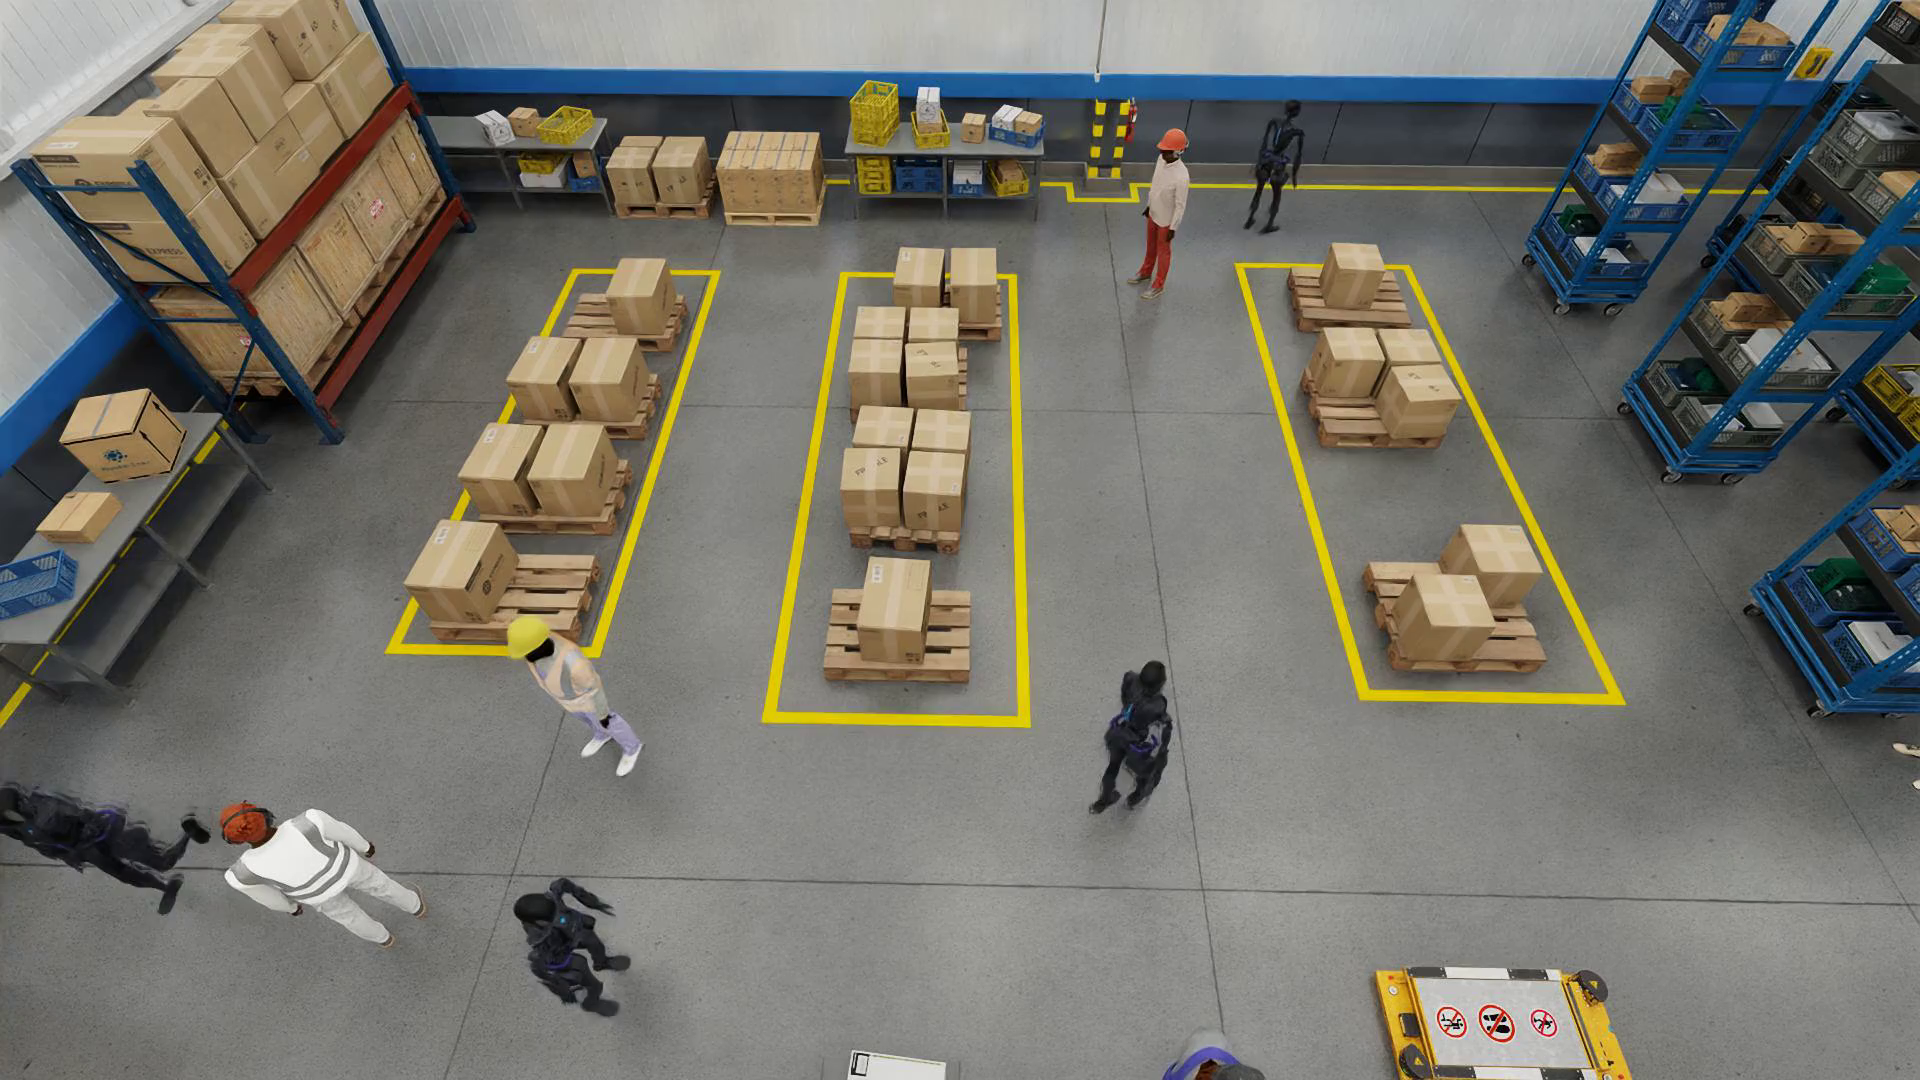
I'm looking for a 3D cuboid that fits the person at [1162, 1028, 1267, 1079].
[{"bbox_3d":[1.279,3.078,4.835,0.535,2.000,0.678,16,53,13],"label":"person"}]

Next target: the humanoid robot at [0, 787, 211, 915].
[{"bbox_3d":[-5.621,1.909,6.029,0.557,1.631,0.518,-12,52,-9],"label":"humanoid robot"}]

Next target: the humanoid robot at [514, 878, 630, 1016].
[{"bbox_3d":[-2.333,2.456,5.573,0.348,1.651,0.593,0,51,0],"label":"humanoid robot"}]

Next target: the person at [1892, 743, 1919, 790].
[{"bbox_3d":[7.504,1.258,6.493,0.317,1.767,0.533,8,51,7],"label":"person"}]

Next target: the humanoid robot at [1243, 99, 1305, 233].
[{"bbox_3d":[3.919,-4.593,11.344,0.444,1.644,0.610,-35,59,-25],"label":"humanoid robot"}]

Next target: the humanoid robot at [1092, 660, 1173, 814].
[{"bbox_3d":[1.224,1.417,6.434,0.581,1.628,0.594,-30,57,-22],"label":"humanoid robot"}]

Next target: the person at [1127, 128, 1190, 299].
[{"bbox_3d":[2.276,-3.672,10.366,0.381,1.995,0.609,-16,53,-12],"label":"person"}]

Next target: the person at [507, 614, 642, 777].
[{"bbox_3d":[-2.739,1.102,6.522,0.589,1.924,0.382,22,54,17],"label":"person"}]

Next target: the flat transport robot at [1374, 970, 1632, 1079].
[{"bbox_3d":[3.501,3.133,5.914,1.431,0.197,0.652,1,51,1],"label":"flat transport robot"}]

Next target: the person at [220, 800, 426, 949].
[{"bbox_3d":[-3.970,2.097,5.735,0.355,1.882,0.573,32,58,23],"label":"person"}]
